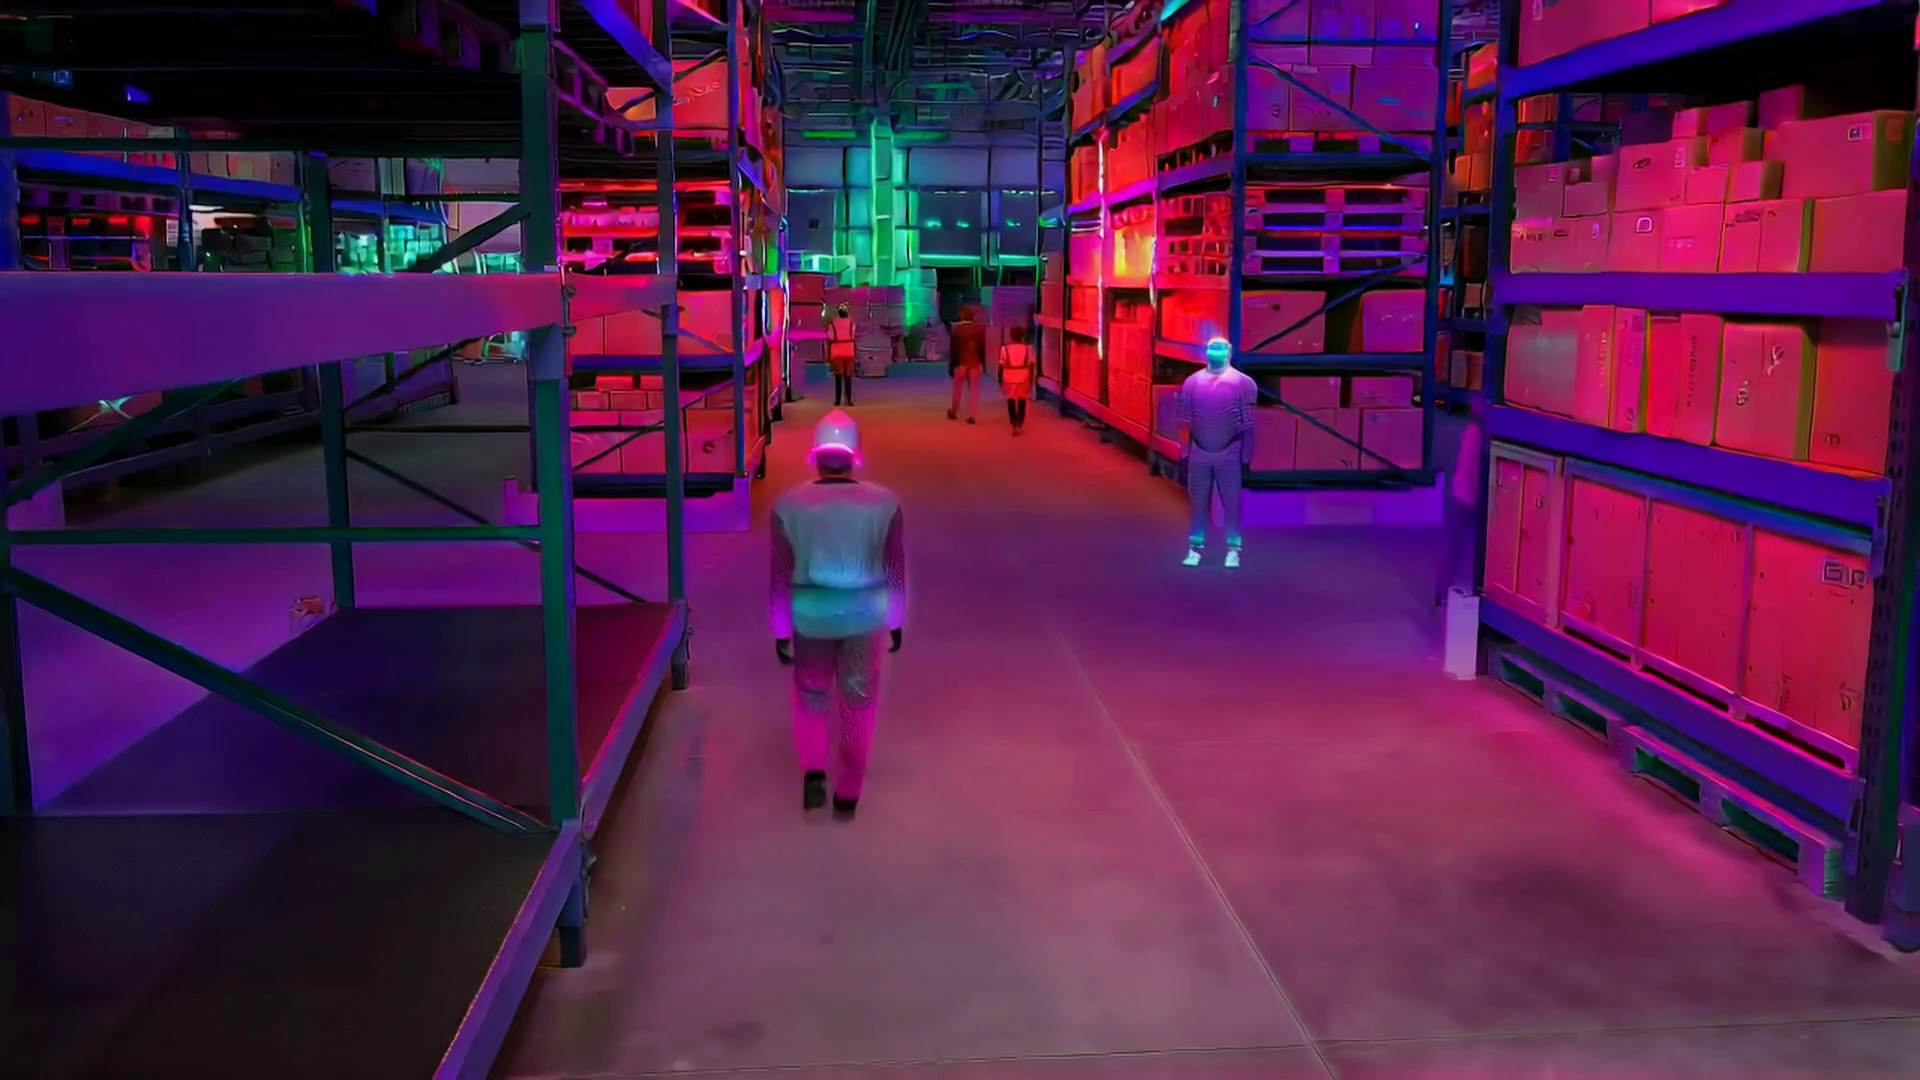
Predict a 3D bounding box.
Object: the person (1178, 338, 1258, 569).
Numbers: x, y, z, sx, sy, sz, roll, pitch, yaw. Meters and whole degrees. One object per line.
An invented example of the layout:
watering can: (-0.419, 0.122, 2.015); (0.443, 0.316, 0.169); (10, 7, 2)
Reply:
person: (2.106, -0.711, 13.678); (0.650, 1.898, 0.395); (4, 10, 23)

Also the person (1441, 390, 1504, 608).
person: (3.745, -0.290, 11.899); (0.575, 1.607, 0.495); (1, 9, 9)

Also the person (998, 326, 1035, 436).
person: (0.848, -2.400, 25.061); (0.531, 1.647, 0.894); (-1, 9, -4)

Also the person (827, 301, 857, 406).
person: (-2.163, -3.413, 30.513); (0.547, 1.938, 0.379); (0, 9, -1)

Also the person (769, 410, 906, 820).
person: (-0.532, 0.338, 7.328); (0.601, 1.816, 0.423); (-1, 9, -4)

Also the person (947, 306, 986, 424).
person: (0.092, -2.872, 27.226); (0.663, 1.892, 0.975); (-3, 10, -18)
